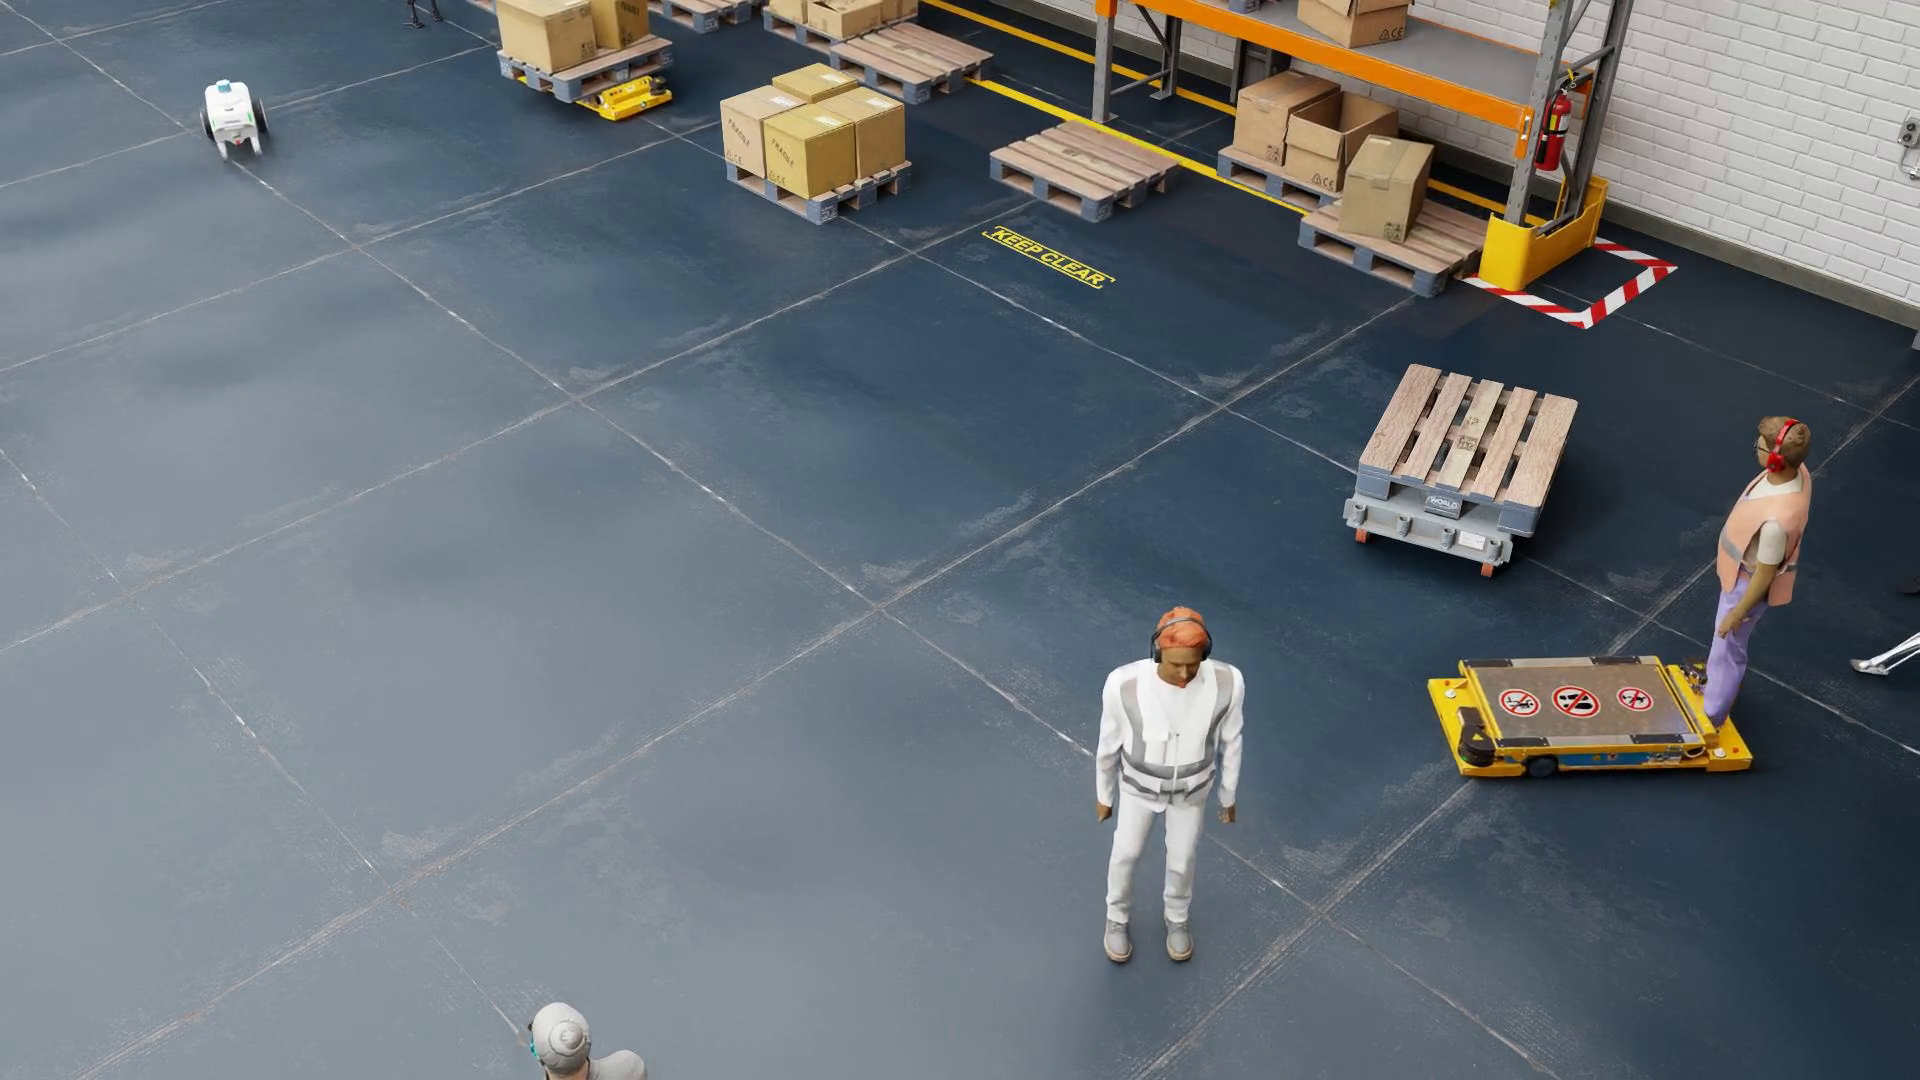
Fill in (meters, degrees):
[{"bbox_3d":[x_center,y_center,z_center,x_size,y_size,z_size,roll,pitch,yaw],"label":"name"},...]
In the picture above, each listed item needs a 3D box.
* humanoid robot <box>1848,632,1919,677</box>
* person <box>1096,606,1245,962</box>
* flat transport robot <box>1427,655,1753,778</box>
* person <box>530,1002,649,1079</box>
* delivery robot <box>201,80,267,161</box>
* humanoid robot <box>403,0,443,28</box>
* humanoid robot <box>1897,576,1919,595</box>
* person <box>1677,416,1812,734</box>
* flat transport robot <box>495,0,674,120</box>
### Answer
[{"bbox_3d":[5.158,0.016,8.308,0.998,1.749,0.530,3,37,4],"label":"humanoid robot"},{"bbox_3d":[0.845,1.019,6.854,0.581,1.878,0.347,-2,37,-3],"label":"person"},{"bbox_3d":[3.151,0.886,8.361,1.431,0.231,0.659,-1,37,-2],"label":"flat transport robot"},{"bbox_3d":[-1.188,2.107,5.443,0.508,1.839,0.341,-30,46,-33],"label":"person"},{"bbox_3d":[-6.144,-3.581,14.035,0.499,0.593,0.797,-14,39,-18],"label":"delivery robot"},{"bbox_3d":[-5.370,-5.817,16.052,0.599,1.659,0.315,-30,46,-33],"label":"humanoid robot"},{"bbox_3d":[5.563,-0.329,8.838,0.558,1.662,0.605,-9,38,-12],"label":"humanoid robot"},{"bbox_3d":[3.756,0.220,7.939,0.392,1.838,0.563,16,40,20],"label":"person"},{"bbox_3d":[-3.326,-4.143,15.018,1.431,0.231,0.659,28,45,32],"label":"flat transport robot"}]
